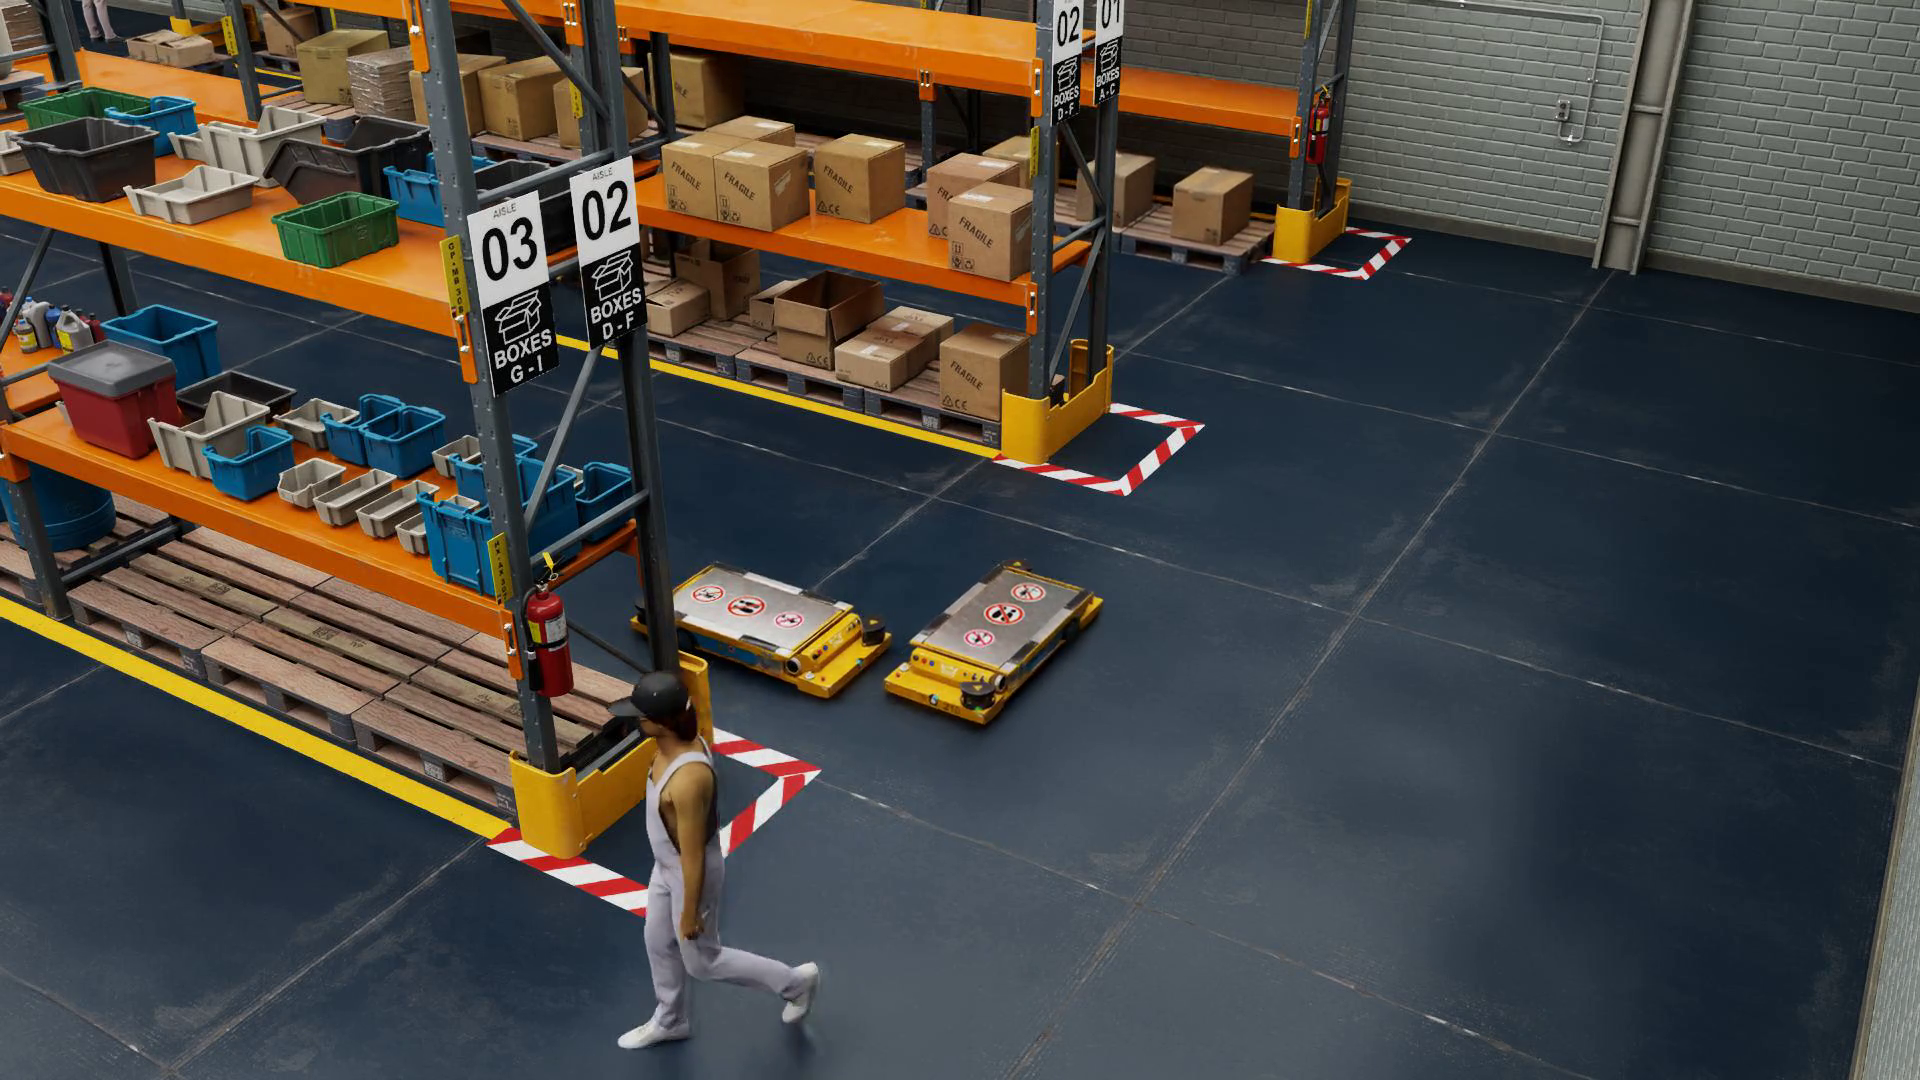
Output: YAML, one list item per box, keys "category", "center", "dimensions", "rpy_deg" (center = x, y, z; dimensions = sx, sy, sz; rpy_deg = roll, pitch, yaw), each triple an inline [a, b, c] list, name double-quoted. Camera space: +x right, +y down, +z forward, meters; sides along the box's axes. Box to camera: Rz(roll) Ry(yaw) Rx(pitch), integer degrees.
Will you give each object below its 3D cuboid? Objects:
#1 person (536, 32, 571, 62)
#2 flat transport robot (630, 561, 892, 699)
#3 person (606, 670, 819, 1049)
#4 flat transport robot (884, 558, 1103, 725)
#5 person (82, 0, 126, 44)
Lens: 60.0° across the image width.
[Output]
- category: "person"
  center: [-4.088, -4.384, 17.097]
  dimensions: [0.882, 1.627, 0.602]
  rpy_deg: [-20, 35, -31]
- category: "flat transport robot"
  center: [-1.172, 0.502, 9.733]
  dimensions: [1.431, 0.231, 0.659]
  rpy_deg: [16, 33, 27]
- category: "person"
  center: [-1.032, 1.312, 6.679]
  dimensions: [0.793, 1.836, 0.516]
  rpy_deg: [-8, 30, -15]
- category: "flat transport robot"
  center: [0.221, 0.559, 9.631]
  dimensions: [0.659, 0.231, 1.431]
  rpy_deg: [16, 33, 27]
- category: "person"
  center: [-12.113, -7.842, 23.094]
  dimensions: [0.563, 1.837, 0.395]
  rpy_deg: [11, 31, 18]
